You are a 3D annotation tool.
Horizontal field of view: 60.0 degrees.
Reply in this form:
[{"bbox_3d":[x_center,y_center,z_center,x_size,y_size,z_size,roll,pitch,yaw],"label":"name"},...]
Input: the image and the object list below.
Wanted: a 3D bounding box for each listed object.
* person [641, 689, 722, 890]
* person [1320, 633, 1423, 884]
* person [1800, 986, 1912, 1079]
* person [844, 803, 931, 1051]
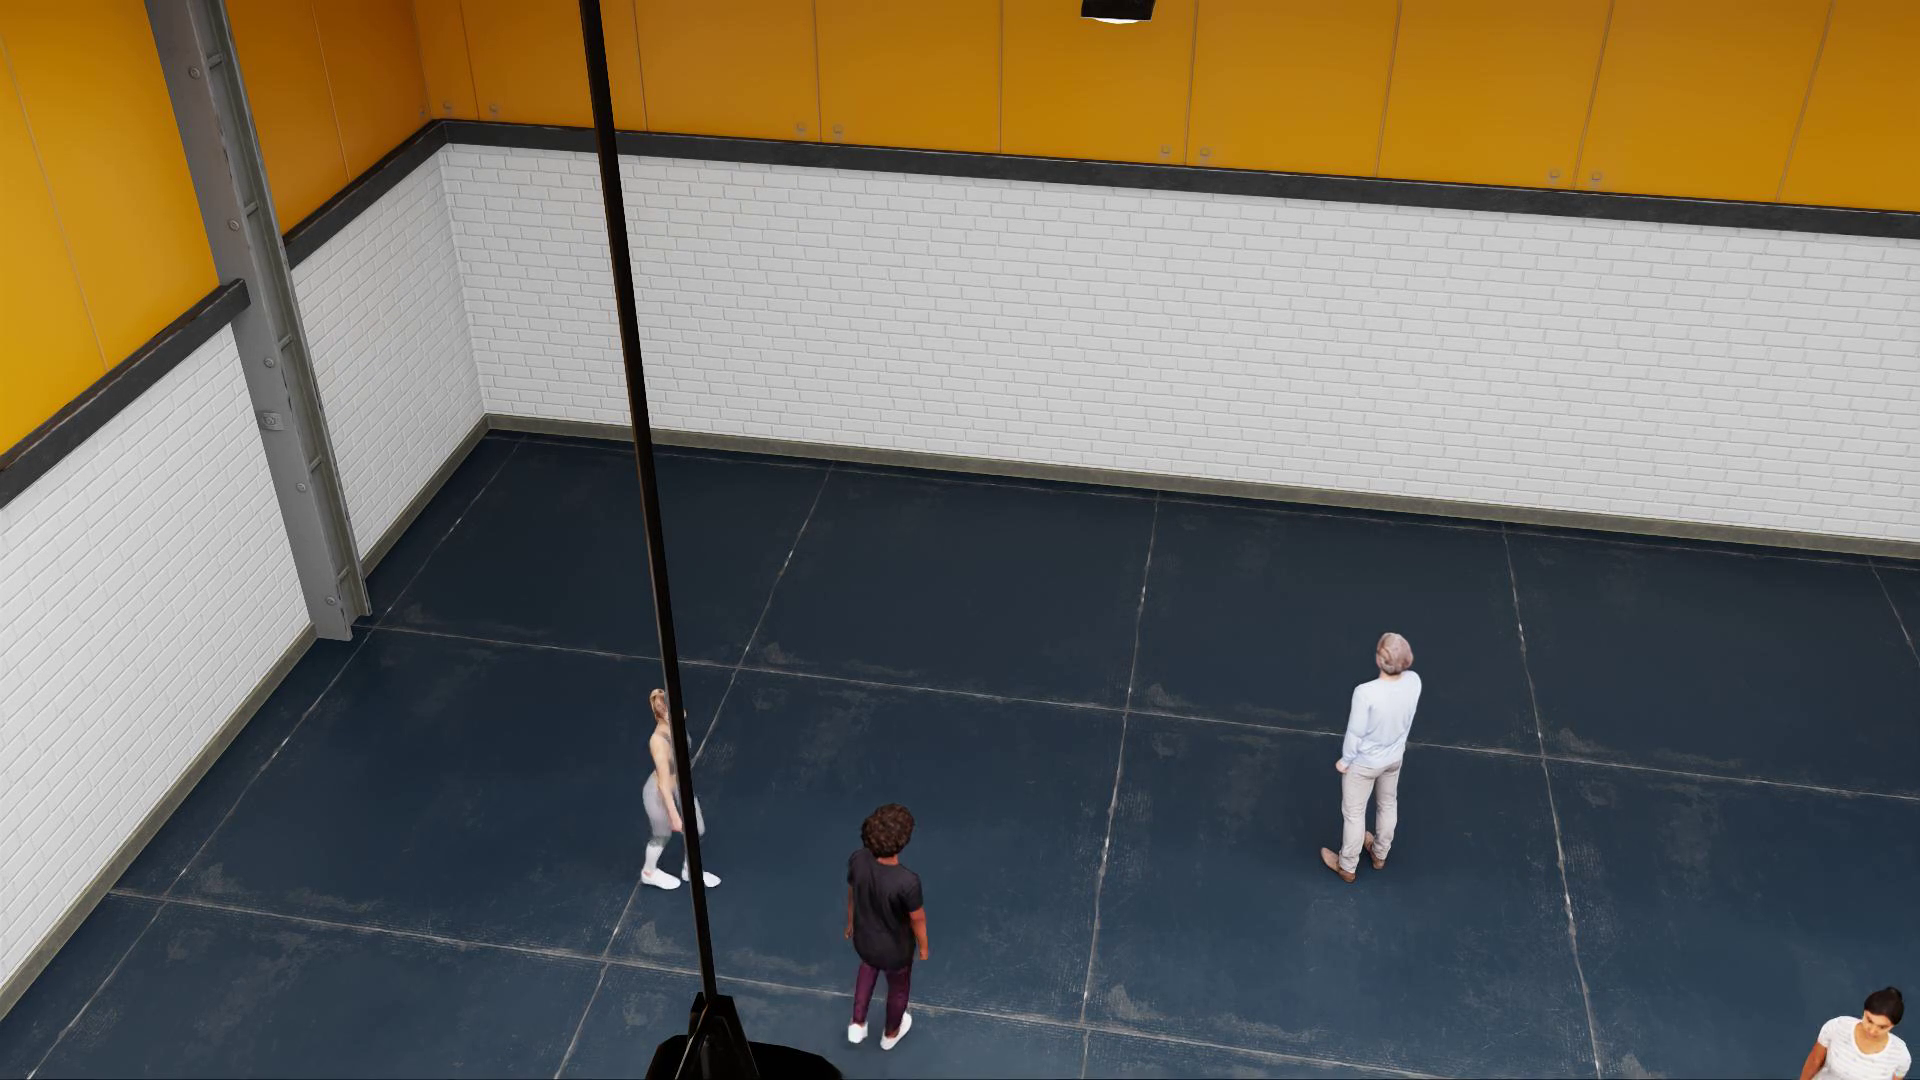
[{"bbox_3d":[-1.890,1.575,10.430,0.679,1.667,0.715,5,34,7],"label":"person"},{"bbox_3d":[2.636,1.370,10.535,0.748,1.894,0.767,-13,36,-19],"label":"person"},{"bbox_3d":[4.528,2.854,8.542,0.783,1.628,0.962,20,39,27],"label":"person"},{"bbox_3d":[-0.468,2.251,9.322,0.757,1.769,0.796,16,37,23],"label":"person"}]
